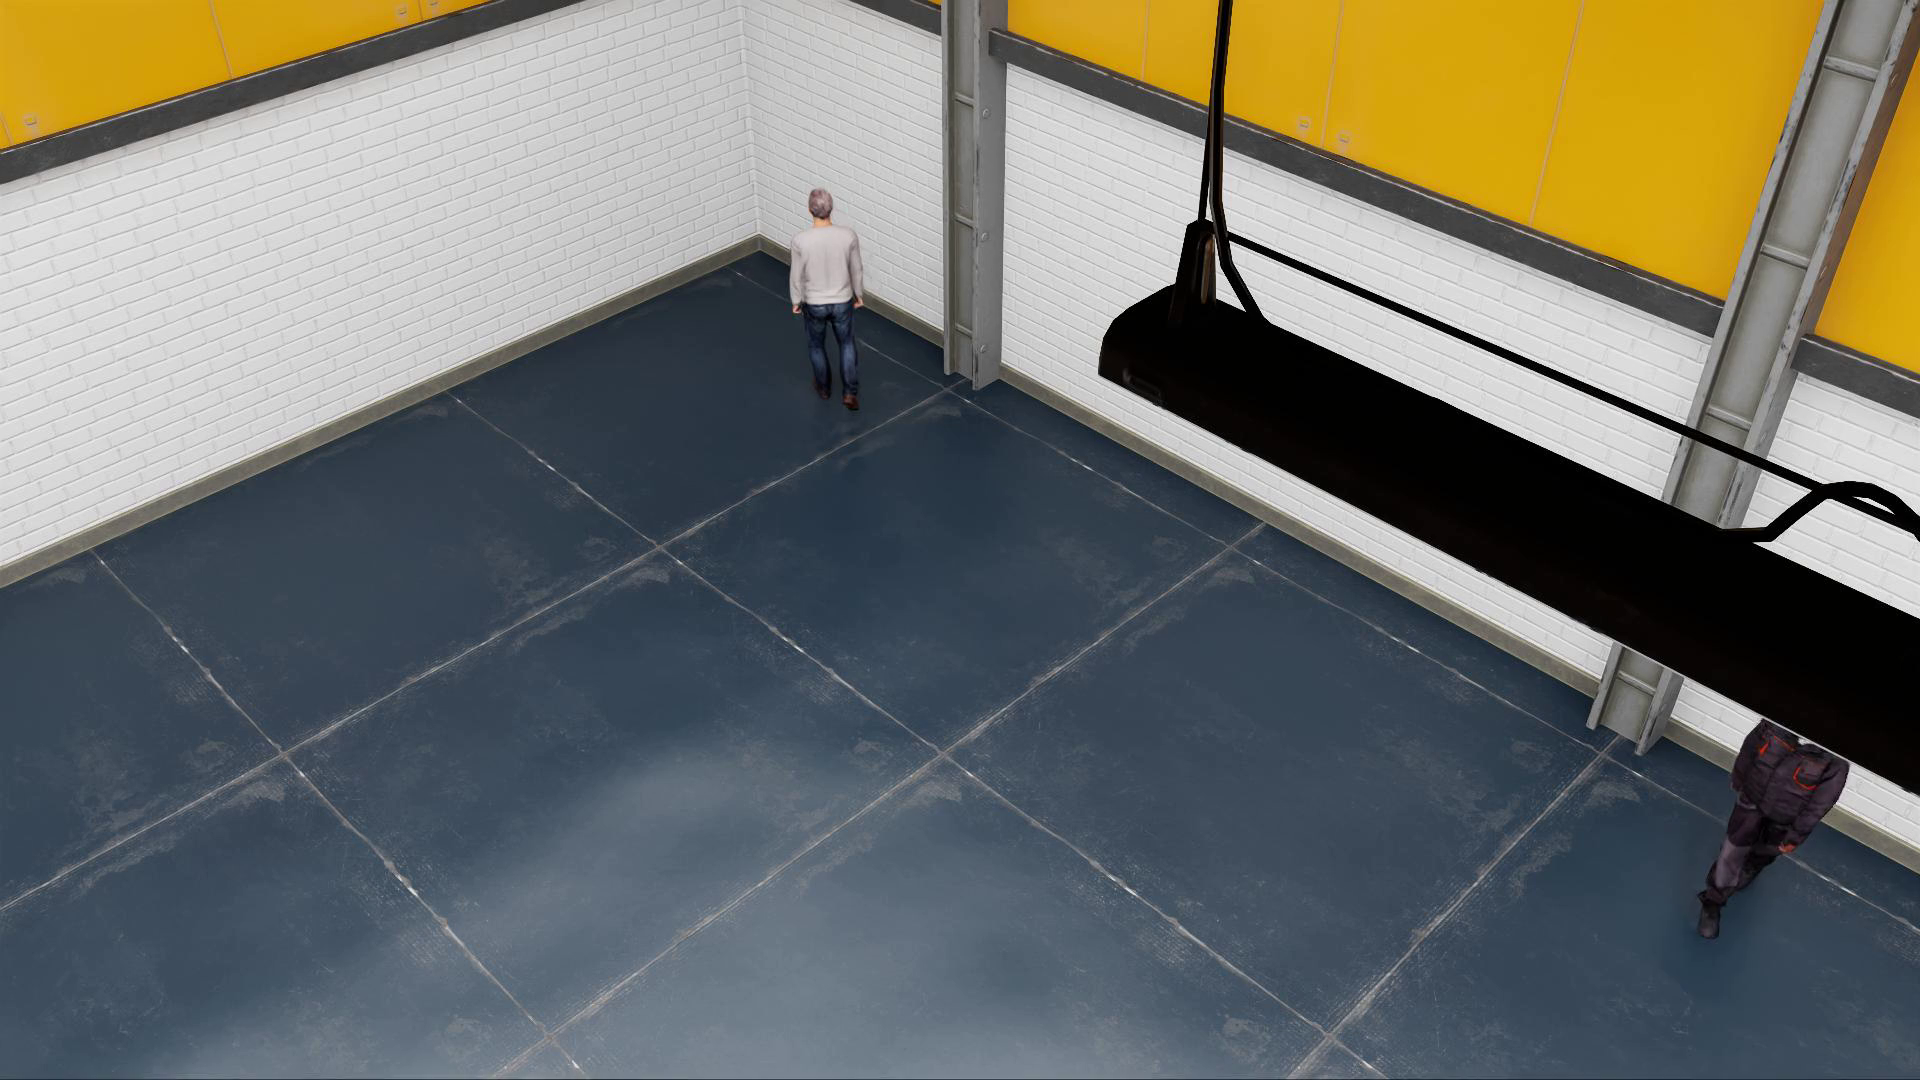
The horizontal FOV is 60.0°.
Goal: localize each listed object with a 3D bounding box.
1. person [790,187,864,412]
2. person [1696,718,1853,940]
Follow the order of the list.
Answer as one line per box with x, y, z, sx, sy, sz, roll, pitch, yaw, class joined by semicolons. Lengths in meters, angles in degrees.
-1.038;-1.872;13.239;1.040;1.897;1.148;-8;39;-10;person
4.576;1.381;9.256;0.781;1.784;1.058;-28;46;-30;person
